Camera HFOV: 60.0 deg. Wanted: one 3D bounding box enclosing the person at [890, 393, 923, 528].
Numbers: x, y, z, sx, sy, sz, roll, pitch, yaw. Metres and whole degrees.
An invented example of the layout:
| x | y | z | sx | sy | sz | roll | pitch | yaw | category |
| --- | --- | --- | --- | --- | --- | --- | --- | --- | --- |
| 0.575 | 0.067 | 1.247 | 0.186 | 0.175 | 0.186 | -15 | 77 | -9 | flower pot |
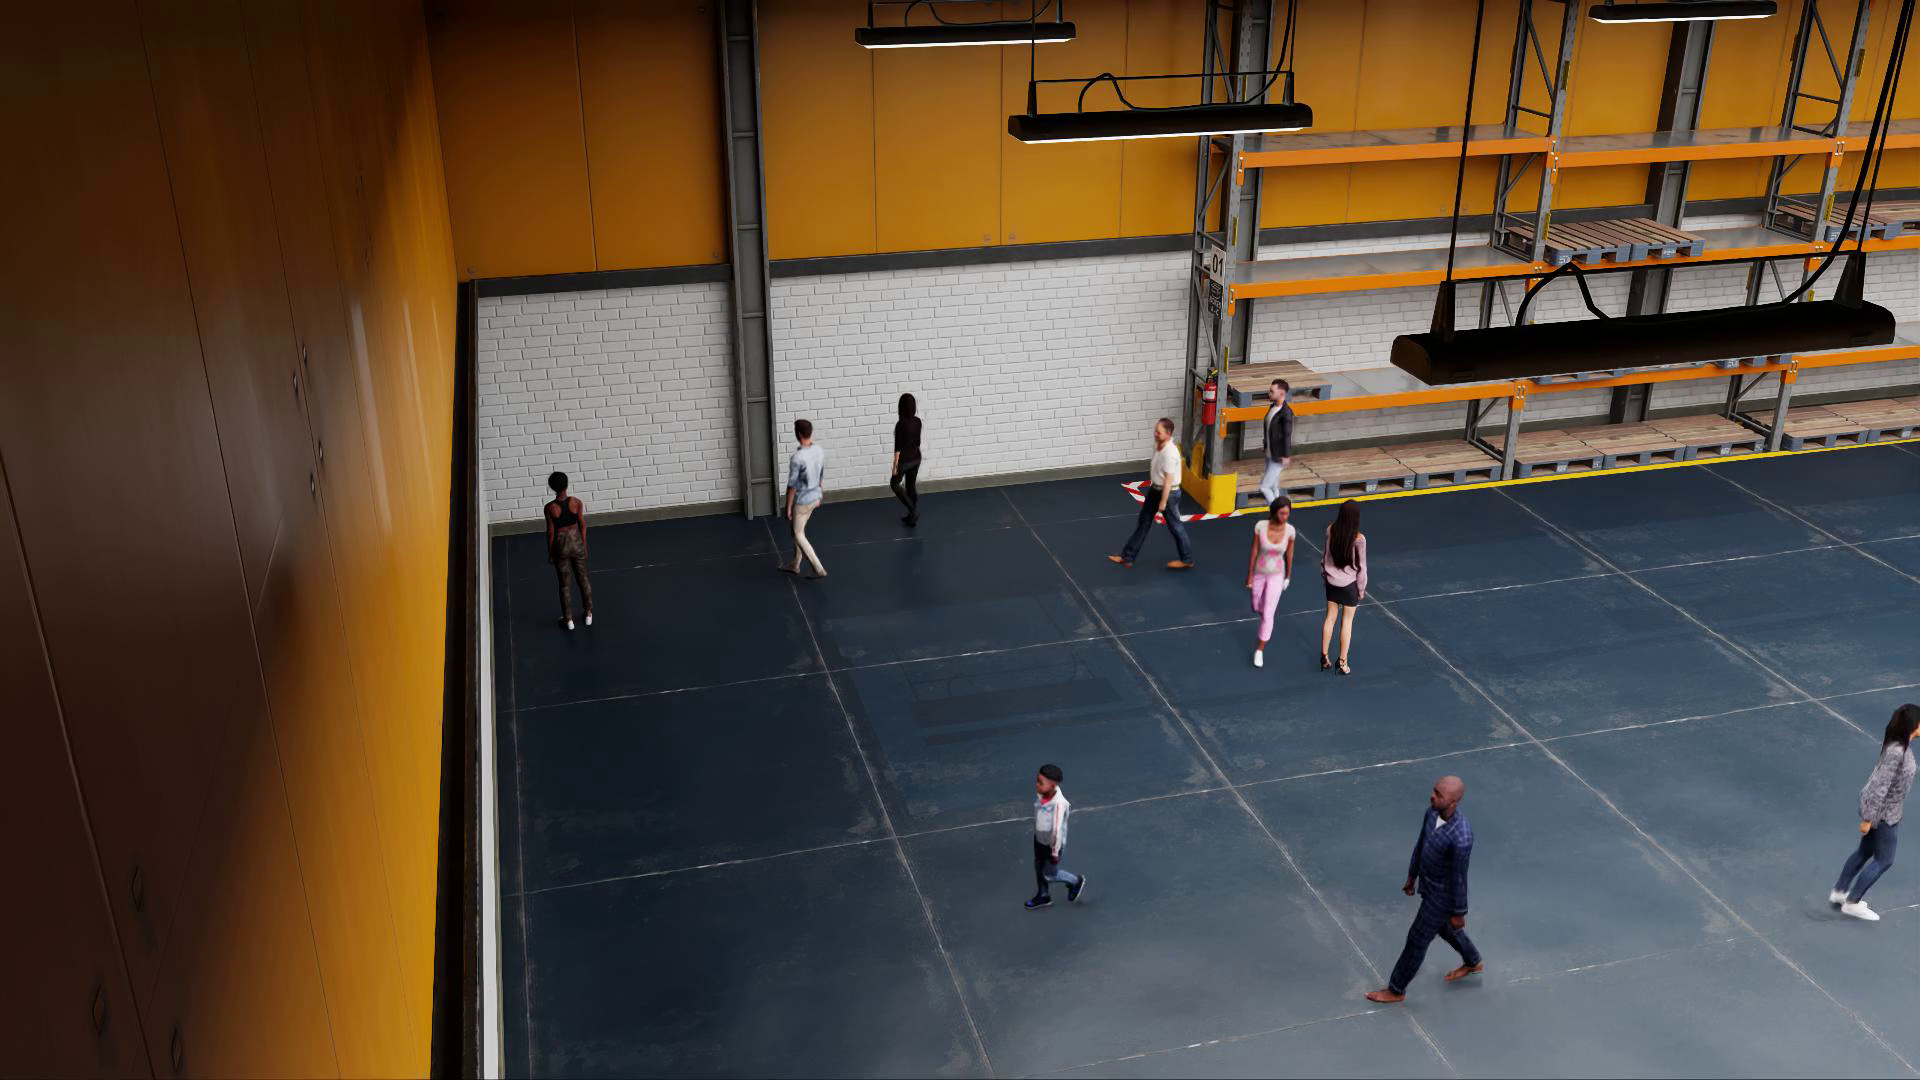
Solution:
| x | y | z | sx | sy | sz | roll | pitch | yaw | category |
| --- | --- | --- | --- | --- | --- | --- | --- | --- | --- |
| -0.560 | -0.889 | 19.358 | 0.732 | 1.629 | 0.793 | -21 | 32 | -40 | person |

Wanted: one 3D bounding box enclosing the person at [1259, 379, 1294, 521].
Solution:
| x | y | z | sx | sy | sz | roll | pitch | yaw | category |
| --- | --- | --- | --- | --- | --- | --- | --- | --- | --- |
| 3.752 | -0.985 | 19.336 | 0.620 | 1.822 | 0.694 | -4 | 24 | -8 | person |

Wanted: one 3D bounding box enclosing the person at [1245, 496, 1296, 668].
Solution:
| x | y | z | sx | sy | sz | roll | pitch | yaw | category |
| --- | --- | --- | --- | --- | --- | --- | --- | --- | --- |
| 3.041 | 0.346 | 16.426 | 1.083 | 1.713 | 0.979 | 6 | 24 | 13 | person |

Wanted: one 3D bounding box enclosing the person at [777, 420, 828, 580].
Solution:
| x | y | z | sx | sy | sz | roll | pitch | yaw | category |
| --- | --- | --- | --- | --- | --- | --- | --- | --- | --- |
| -1.646 | -0.383 | 17.982 | 1.060 | 1.803 | 1.018 | 16 | 28 | 32 | person |

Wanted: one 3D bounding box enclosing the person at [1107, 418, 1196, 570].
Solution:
| x | y | z | sx | sy | sz | roll | pitch | yaw | category |
| --- | --- | --- | --- | --- | --- | --- | --- | --- | --- |
| 2.334 | -0.460 | 18.169 | 1.238 | 1.795 | 0.755 | -3 | 24 | -7 | person |

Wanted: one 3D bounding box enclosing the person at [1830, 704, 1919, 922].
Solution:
| x | y | z | sx | sy | sz | roll | pitch | yaw | category |
| --- | --- | --- | --- | --- | --- | --- | --- | --- | --- |
| 6.896 | 2.052 | 12.554 | 0.817 | 1.689 | 0.758 | 20 | 31 | 39 | person |

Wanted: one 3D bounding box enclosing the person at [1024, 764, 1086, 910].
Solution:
| x | y | z | sx | sy | sz | roll | pitch | yaw | category |
| --- | --- | --- | --- | --- | --- | --- | --- | --- | --- |
| 0.737 | 2.258 | 12.635 | 0.719 | 1.247 | 0.552 | -10 | 26 | -23 | person |

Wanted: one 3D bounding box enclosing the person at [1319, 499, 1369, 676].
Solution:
| x | y | z | sx | sy | sz | roll | pitch | yaw | category |
| --- | --- | --- | --- | --- | --- | --- | --- | --- | --- |
| 3.692 | 0.450 | 16.067 | 0.710 | 1.810 | 0.715 | 21 | 31 | 39 | person |

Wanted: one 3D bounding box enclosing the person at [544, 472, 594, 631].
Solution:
| x | y | z | sx | sy | sz | roll | pitch | yaw | category |
| --- | --- | --- | --- | --- | --- | --- | --- | --- | --- |
| -4.009 | 0.097 | 17.010 | 0.547 | 1.702 | 0.684 | -12 | 26 | -25 | person |

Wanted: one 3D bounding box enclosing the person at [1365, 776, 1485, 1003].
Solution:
| x | y | z | sx | sy | sz | roll | pitch | yaw | category |
| --- | --- | --- | --- | --- | --- | --- | --- | --- | --- |
| 3.415 | 2.426 | 11.587 | 1.177 | 1.777 | 0.727 | -4 | 24 | -10 | person |
